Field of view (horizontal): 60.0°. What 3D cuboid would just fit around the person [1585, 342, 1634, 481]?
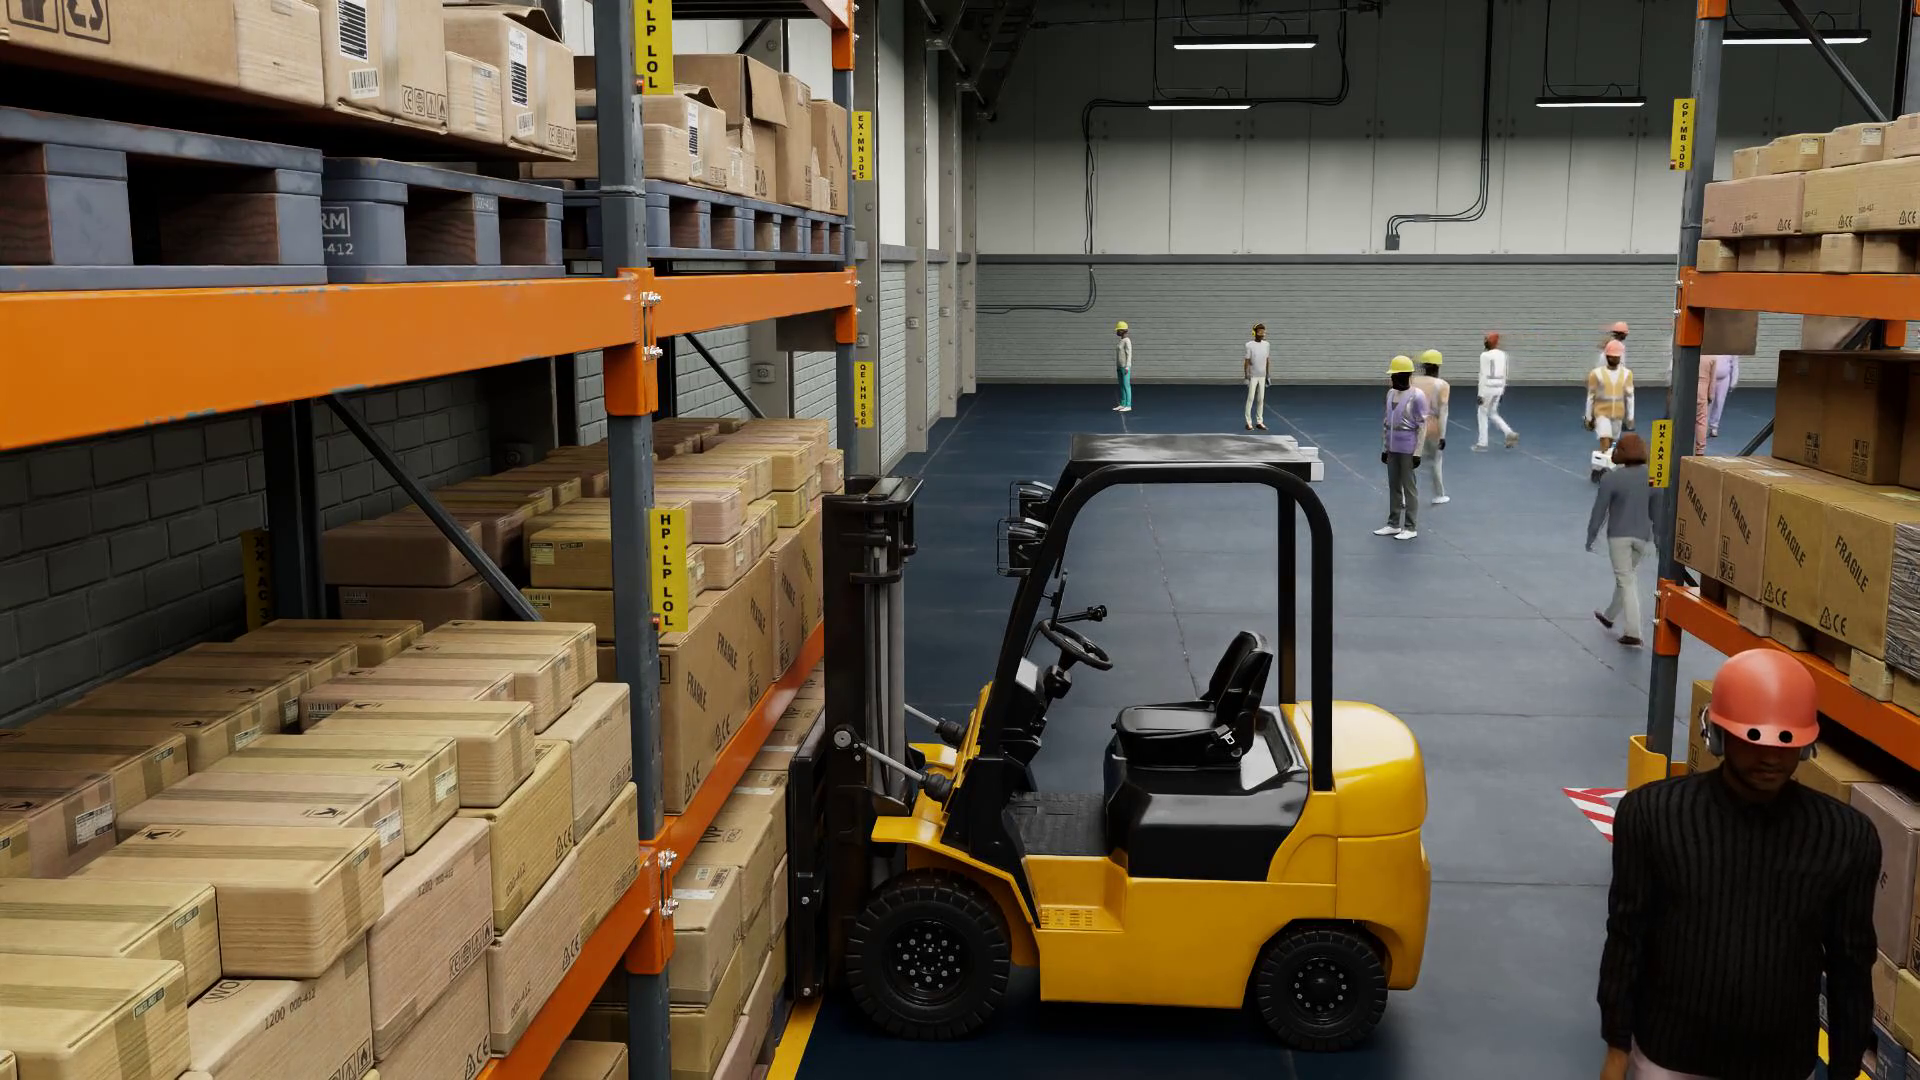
[{"bbox_3d":[8.499,-1.655,21.766,0.558,1.887,1.032,0,9,2],"label":"person"}]

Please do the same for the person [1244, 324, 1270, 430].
[{"bbox_3d":[5.177,-2.836,28.983,0.499,1.860,0.311,-5,10,-26],"label":"person"}]

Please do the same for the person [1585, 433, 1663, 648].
[{"bbox_3d":[5.030,-0.023,12.698,0.526,1.589,0.818,-2,10,-11],"label":"person"}]

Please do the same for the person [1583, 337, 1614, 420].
[{"bbox_3d":[11.536,-2.826,29.715,0.506,1.599,0.787,-9,13,-43],"label":"person"}]

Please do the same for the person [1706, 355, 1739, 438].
[{"bbox_3d":[12.563,-2.615,27.576,0.657,1.875,0.776,2,10,12],"label":"person"}]

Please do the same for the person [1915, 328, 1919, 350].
[{"bbox_3d":[15.116,-2.404,26.120,0.638,1.941,1.019,-5,11,-27],"label":"person"}]

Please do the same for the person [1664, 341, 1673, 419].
[{"bbox_3d":[13.577,-3.206,31.122,0.997,1.885,0.565,-7,12,-36],"label":"person"}]

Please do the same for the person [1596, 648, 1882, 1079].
[{"bbox_3d":[1.854,1.224,4.009,0.605,1.986,0.402,3,10,17],"label":"person"}]

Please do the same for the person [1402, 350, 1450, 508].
[{"bbox_3d":[5.531,-1.320,19.751,0.601,1.880,0.974,9,13,43],"label":"person"}]

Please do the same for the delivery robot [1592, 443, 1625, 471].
[{"bbox_3d":[8.520,-1.023,21.651,0.477,0.478,0.707,0,9,-3],"label":"delivery robot"}]

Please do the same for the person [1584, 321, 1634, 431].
[{"bbox_3d":[11.284,-2.827,28.769,0.844,1.911,0.556,1,9,4],"label":"person"}]

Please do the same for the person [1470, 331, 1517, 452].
[{"bbox_3d":[8.200,-2.261,25.500,0.583,1.868,0.615,-7,12,-38],"label":"person"}]

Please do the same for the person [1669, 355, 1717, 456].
[{"bbox_3d":[10.900,-2.165,24.789,0.639,1.902,0.407,1,9,4],"label":"person"}]

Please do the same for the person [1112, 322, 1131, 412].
[{"bbox_3d":[3.191,-3.408,32.727,0.326,1.767,0.533,-3,10,-16],"label":"person"}]

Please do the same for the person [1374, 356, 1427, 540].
[{"bbox_3d":[4.622,-0.968,17.450,0.384,1.924,0.594,-4,10,-24],"label":"person"}]
